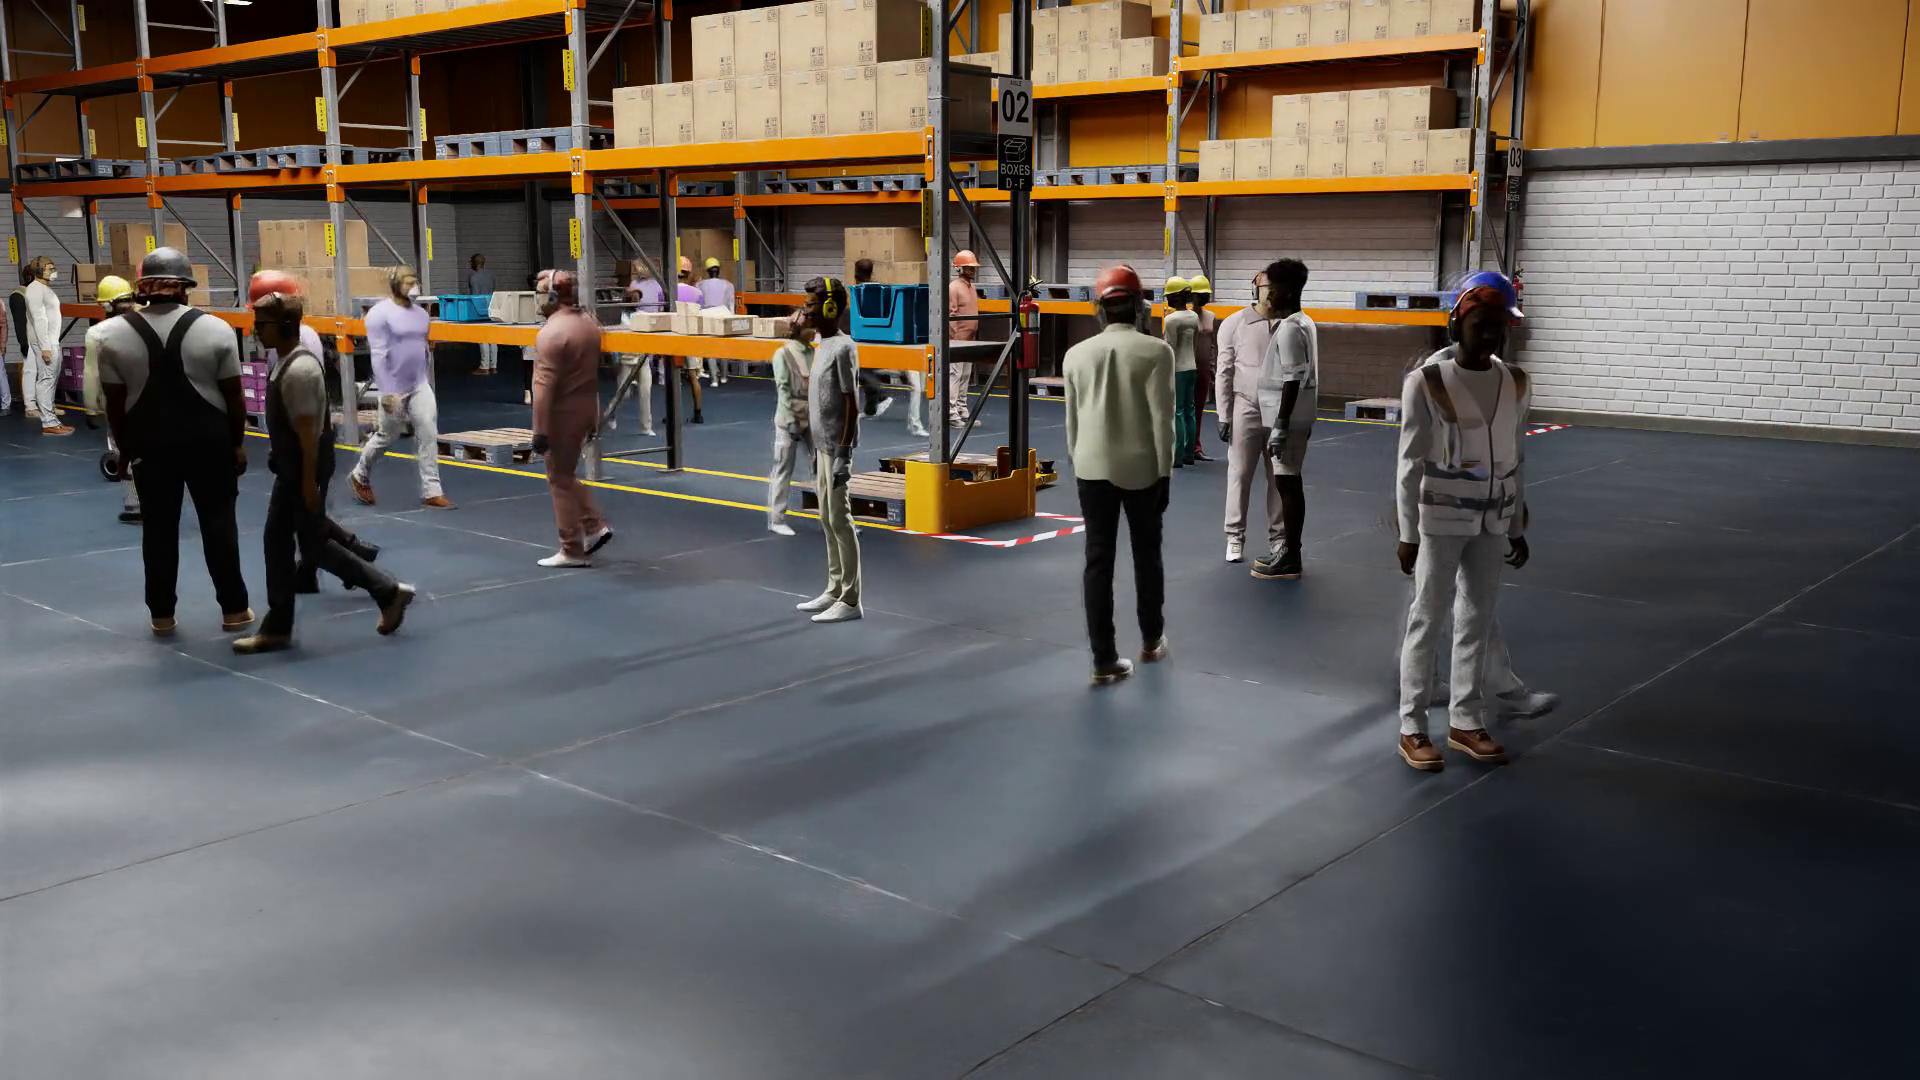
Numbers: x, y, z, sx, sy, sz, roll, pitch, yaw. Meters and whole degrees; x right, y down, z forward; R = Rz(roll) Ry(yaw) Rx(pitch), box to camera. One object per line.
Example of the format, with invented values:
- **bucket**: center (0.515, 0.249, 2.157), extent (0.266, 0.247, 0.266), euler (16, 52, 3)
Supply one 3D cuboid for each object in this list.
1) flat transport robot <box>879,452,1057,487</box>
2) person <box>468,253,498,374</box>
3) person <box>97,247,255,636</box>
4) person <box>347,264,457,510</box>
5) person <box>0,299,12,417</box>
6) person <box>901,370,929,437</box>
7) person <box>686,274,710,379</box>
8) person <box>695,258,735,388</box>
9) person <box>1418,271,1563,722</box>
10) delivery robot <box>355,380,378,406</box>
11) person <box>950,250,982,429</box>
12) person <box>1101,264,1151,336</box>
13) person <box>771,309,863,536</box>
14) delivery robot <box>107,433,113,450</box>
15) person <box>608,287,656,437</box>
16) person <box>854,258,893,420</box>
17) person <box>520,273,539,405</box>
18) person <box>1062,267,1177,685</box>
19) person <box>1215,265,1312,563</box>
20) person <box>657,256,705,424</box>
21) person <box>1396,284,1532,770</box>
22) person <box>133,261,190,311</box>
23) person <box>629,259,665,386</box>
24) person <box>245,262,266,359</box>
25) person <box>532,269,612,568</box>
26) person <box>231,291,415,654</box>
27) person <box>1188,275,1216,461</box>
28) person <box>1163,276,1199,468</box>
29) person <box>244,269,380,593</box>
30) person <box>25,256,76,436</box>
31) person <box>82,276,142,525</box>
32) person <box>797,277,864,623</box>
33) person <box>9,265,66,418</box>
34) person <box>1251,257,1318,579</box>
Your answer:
- **flat transport robot**: center (0.053, -0.604, 14.258), extent (1.431, 0.197, 0.652), euler (5, 11, 25)
- **person**: center (-7.672, -3.622, 26.695), extent (0.374, 1.941, 0.627), euler (3, 10, 15)
- **person**: center (-4.097, -0.523, 8.756), extent (0.672, 2.000, 0.536), euler (-3, 10, -15)
- **person**: center (-4.378, -1.184, 12.907), extent (0.913, 1.913, 0.624), euler (6, 11, 29)
- **person**: center (-11.660, -2.343, 19.909), extent (0.534, 1.765, 0.323), euler (2, 10, 12)
- **person**: center (-0.450, -1.934, 18.066), extent (0.614, 1.597, 0.555), euler (7, 12, 34)
- **person**: center (-4.081, -3.315, 25.842), extent (0.283, 1.626, 0.496), euler (6, 12, 32)
- **person**: center (-3.602, -3.177, 24.371), extent (0.588, 1.864, 0.946), euler (-3, 10, -14)
- **person**: center (2.299, -0.181, 7.159), extent (0.846, 1.910, 0.622), euler (8, 13, 39)
- **delivery robot**: center (-6.869, -1.790, 19.932), extent (0.707, 0.478, 0.477), euler (-2, 10, -13)
- **person**: center (0.040, -2.250, 18.716), extent (0.383, 1.996, 0.609), euler (5, 11, 25)
- **person**: center (1.523, -1.613, 15.479), extent (0.521, 1.862, 0.335), euler (-1, 10, -6)
- **person**: center (-1.057, -0.795, 11.566), extent (0.746, 1.601, 0.517), euler (9, 14, 43)
- **delivery robot**: center (-7.060, -0.845, 14.552), extent (0.707, 0.478, 0.477), euler (2, 10, 9)
- **person**: center (-3.577, -1.930, 17.992), extent (0.521, 1.620, 0.648), euler (-9, 13, -41)
- **person**: center (-1.052, -2.344, 19.518), extent (0.478, 1.902, 0.609), euler (4, 11, 21)
- **person**: center (-5.472, -2.601, 21.563), extent (0.536, 1.696, 0.322), euler (-3, 10, -17)
- **person**: center (0.782, -0.328, 7.976), extent (0.614, 1.925, 0.940), euler (4, 11, 22)
- **person**: center (1.970, -0.806, 10.741), extent (0.641, 1.913, 0.407), euler (-1, 10, -5)
- **person**: center (-3.206, -2.283, 19.137), extent (0.598, 1.919, 0.391), euler (-5, 11, -27)
- **person**: center (1.962, -0.046, 6.492), extent (0.584, 1.880, 0.337), euler (-4, 11, -19)
- **person**: center (-7.358, -1.629, 15.440), extent (0.497, 1.906, 0.581), euler (8, 13, 37)
- **person**: center (-4.519, -3.177, 24.386), extent (0.743, 1.867, 0.407), euler (0, 10, 1)
- **person**: center (-10.872, -3.444, 26.026), extent (0.608, 1.809, 0.553), euler (-7, 12, -36)
- **person**: center (-2.521, -0.756, 10.519), extent (0.432, 1.888, 0.663), euler (2, 10, 11)
- **person**: center (-3.255, -0.343, 8.380), extent (0.816, 1.818, 0.526), euler (-6, 12, -31)
- **person**: center (2.230, -1.608, 15.717), extent (0.526, 1.768, 0.331), euler (-7, 12, -37)
- **person**: center (2.015, -1.551, 15.404), extent (0.315, 1.766, 0.523), euler (7, 12, 36)
- **person**: center (-3.727, -0.596, 9.565), extent (0.619, 1.903, 0.592), euler (-1, 10, -5)
- **person**: center (-9.878, -2.097, 18.015), extent (0.370, 1.940, 0.630), euler (-4, 11, -22)
- **person**: center (-6.052, -1.003, 12.102), extent (0.415, 1.818, 0.624), euler (7, 12, 37)
- **person**: center (-0.706, -0.482, 9.028), extent (0.313, 1.864, 0.539), euler (-3, 11, -19)
- **person**: center (-11.053, -2.381, 19.943), extent (0.430, 1.835, 0.621), euler (1, 10, 8)
- **person**: center (2.003, -0.741, 10.212), extent (0.367, 1.966, 0.605), euler (3, 10, 16)
